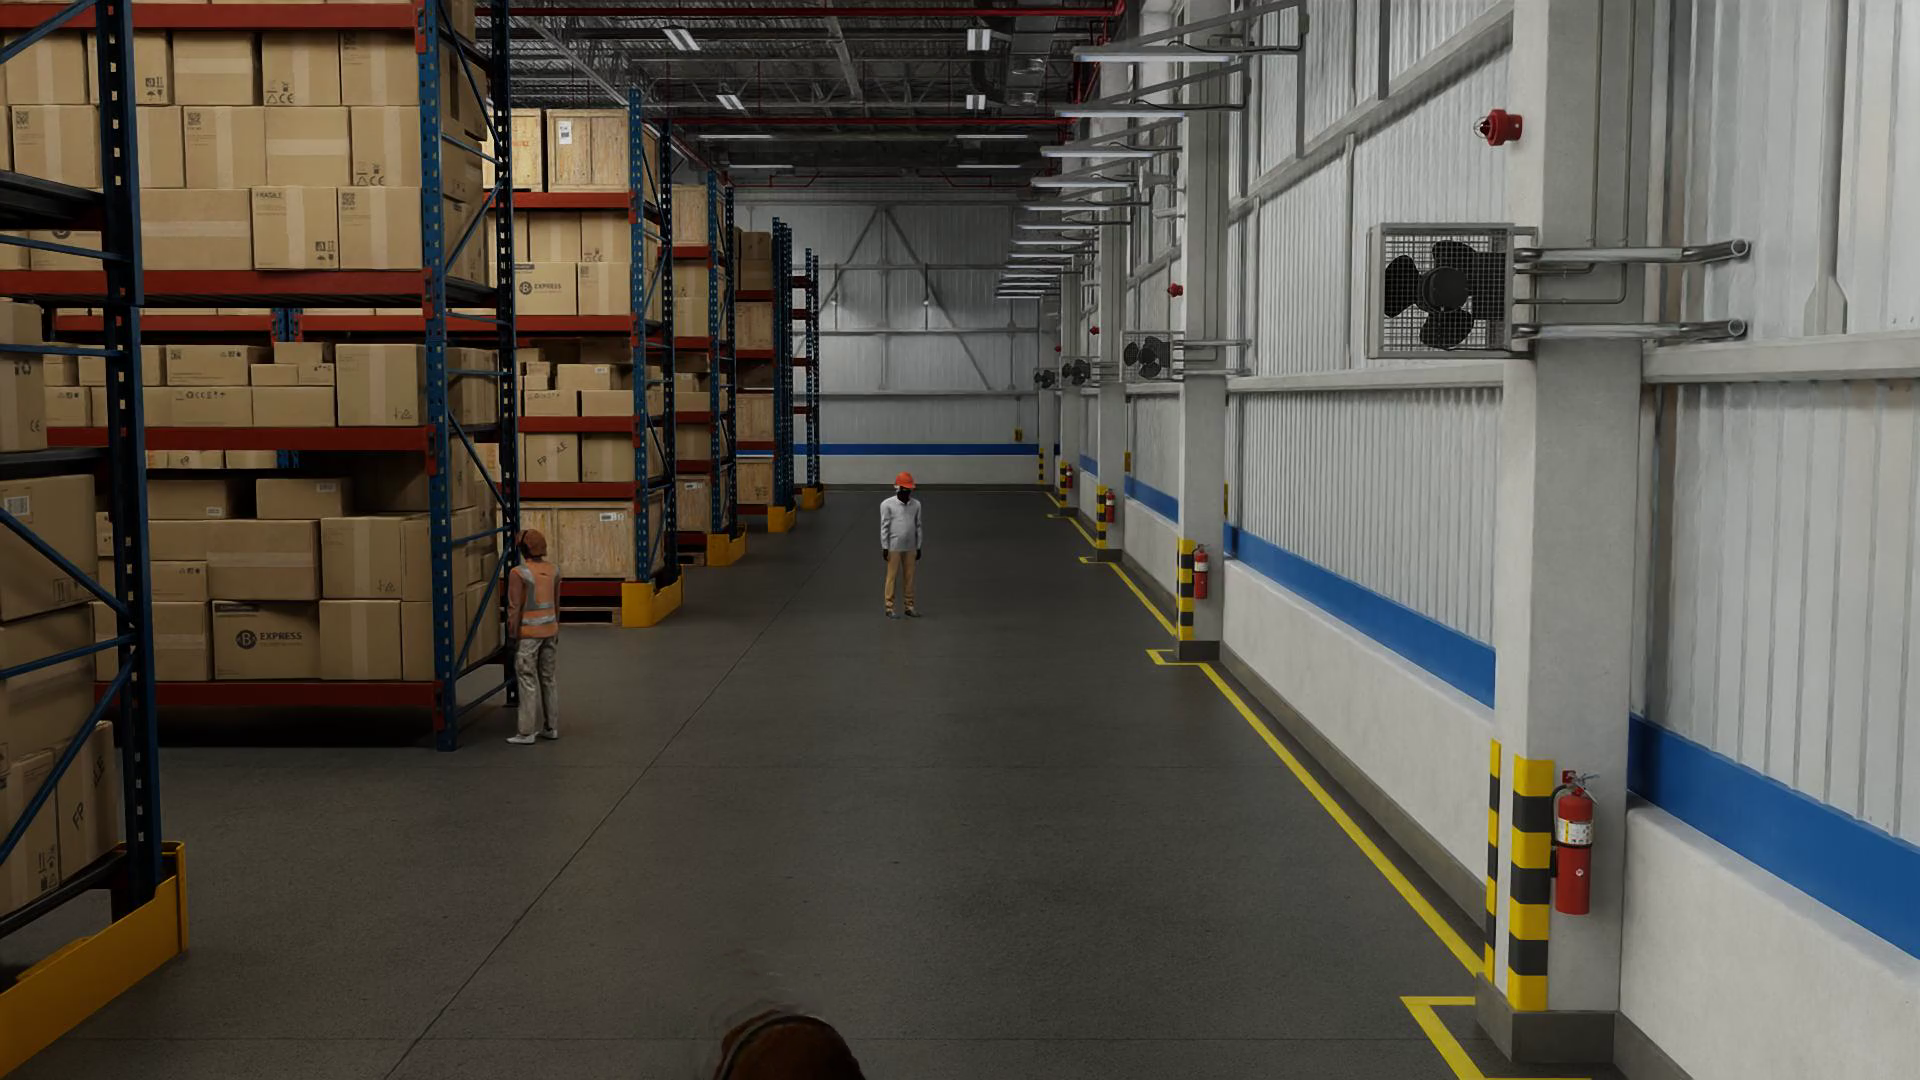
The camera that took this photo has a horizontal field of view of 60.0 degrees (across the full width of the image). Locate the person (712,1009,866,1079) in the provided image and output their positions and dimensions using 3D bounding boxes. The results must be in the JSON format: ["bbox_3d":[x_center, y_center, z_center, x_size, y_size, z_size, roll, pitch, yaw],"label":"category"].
[{"bbox_3d":[-0.194,1.536,2.213,0.656,1.797,0.950,-2,5,-26],"label":"person"}]

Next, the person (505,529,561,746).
[{"bbox_3d":[-3.218,0.731,12.606,0.313,1.630,0.525,3,6,29],"label":"person"}]

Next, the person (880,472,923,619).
[{"bbox_3d":[-0.676,0.064,19.712,0.564,1.743,0.351,-3,6,-31],"label":"person"}]
